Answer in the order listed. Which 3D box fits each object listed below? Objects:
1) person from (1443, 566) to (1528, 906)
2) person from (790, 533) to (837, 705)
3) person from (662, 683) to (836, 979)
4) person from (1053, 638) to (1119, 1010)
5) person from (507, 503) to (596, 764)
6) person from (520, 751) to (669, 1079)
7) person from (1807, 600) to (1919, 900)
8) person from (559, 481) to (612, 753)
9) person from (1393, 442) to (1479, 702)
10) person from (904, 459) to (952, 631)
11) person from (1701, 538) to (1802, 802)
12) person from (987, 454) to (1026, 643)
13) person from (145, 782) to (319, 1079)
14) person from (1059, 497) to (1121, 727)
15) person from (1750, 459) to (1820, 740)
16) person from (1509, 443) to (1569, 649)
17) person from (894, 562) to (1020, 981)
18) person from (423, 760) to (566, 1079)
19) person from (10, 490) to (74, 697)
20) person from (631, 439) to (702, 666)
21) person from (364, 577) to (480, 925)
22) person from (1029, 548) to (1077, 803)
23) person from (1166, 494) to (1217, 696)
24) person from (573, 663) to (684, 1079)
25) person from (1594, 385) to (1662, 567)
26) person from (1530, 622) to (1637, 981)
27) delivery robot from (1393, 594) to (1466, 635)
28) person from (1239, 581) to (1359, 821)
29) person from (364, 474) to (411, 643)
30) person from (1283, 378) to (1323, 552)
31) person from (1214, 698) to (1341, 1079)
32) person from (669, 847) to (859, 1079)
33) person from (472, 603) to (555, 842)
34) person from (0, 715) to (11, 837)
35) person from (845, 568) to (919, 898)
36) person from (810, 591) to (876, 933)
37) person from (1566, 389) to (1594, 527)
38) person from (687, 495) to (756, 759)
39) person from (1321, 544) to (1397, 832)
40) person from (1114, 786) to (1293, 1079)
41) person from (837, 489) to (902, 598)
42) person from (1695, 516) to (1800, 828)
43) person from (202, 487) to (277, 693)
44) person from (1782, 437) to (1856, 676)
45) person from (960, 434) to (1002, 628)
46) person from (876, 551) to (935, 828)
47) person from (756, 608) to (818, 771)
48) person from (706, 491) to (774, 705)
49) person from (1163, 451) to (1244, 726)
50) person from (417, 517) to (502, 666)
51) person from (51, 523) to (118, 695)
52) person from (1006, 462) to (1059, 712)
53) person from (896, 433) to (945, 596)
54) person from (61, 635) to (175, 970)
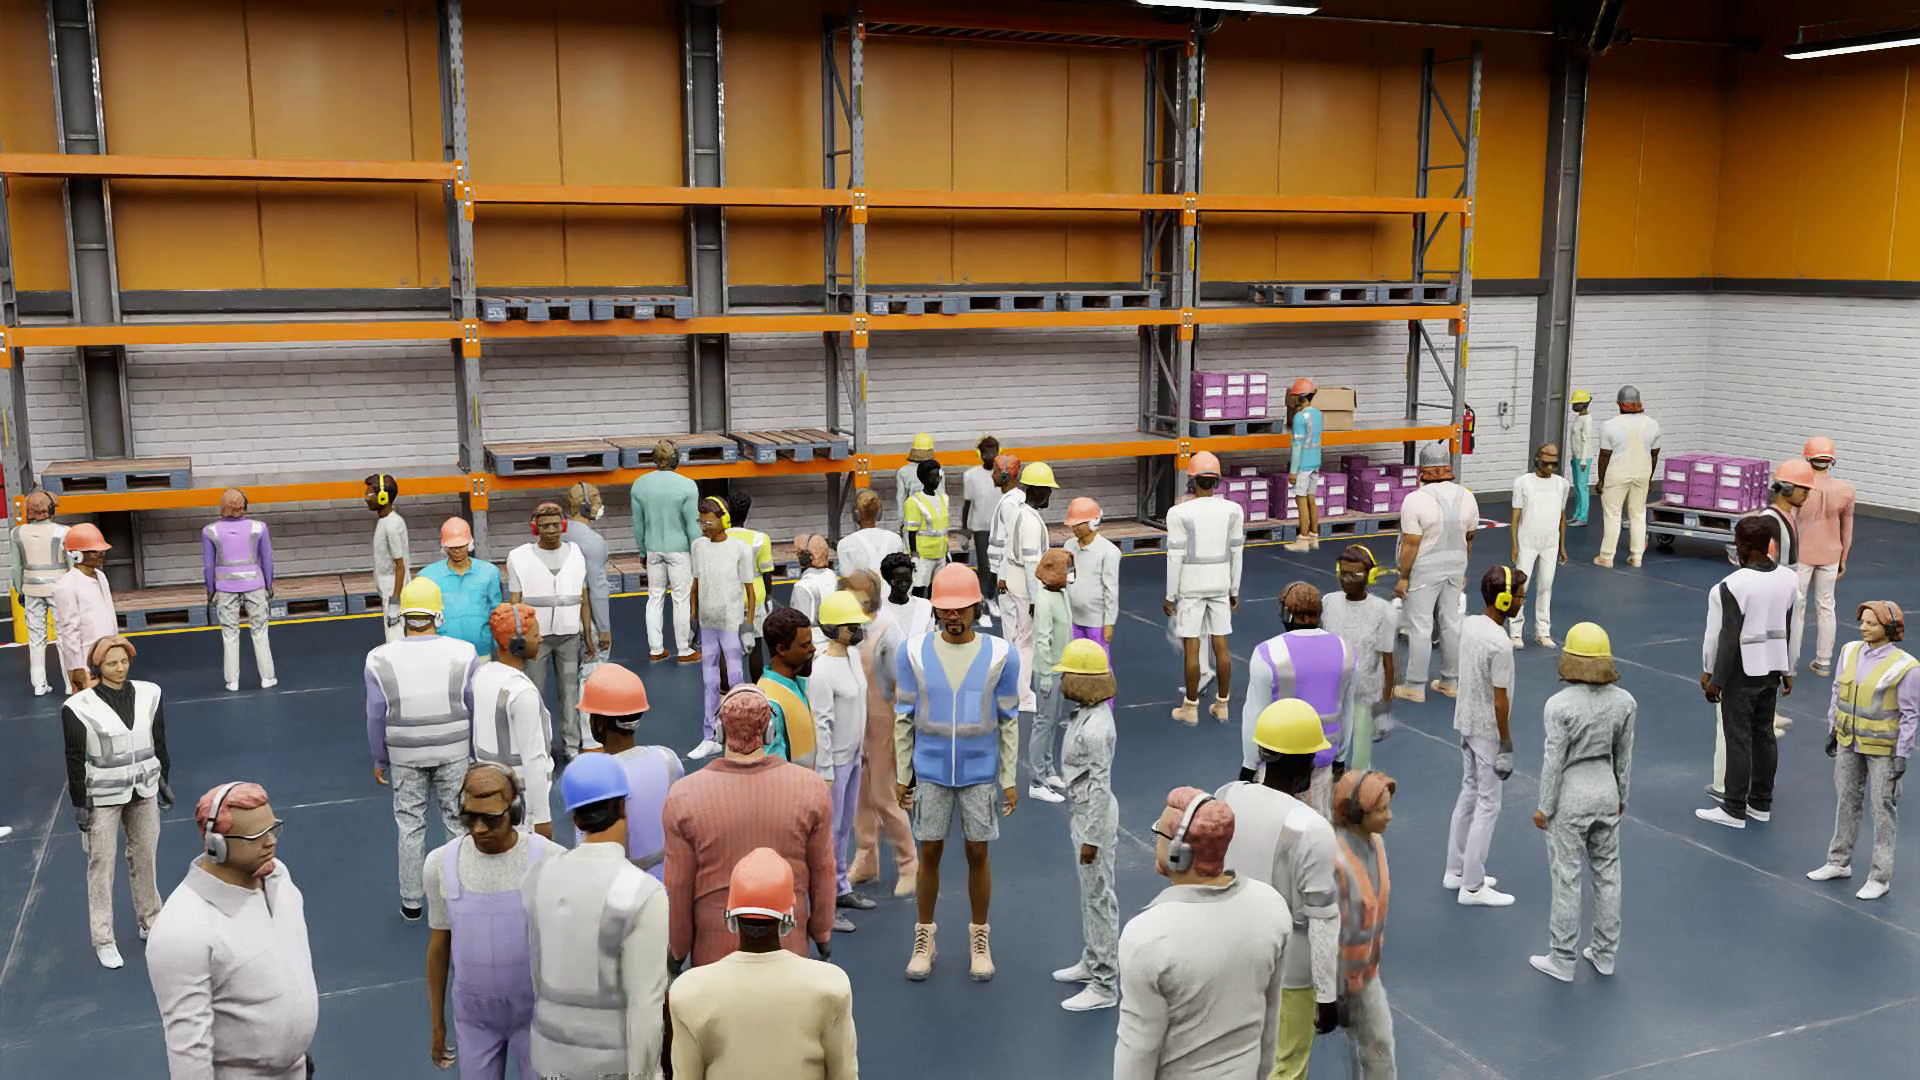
[{"bbox_3d":[2.831,1.046,8.931,0.338,1.855,0.526,-1,10,-7],"label":"person"},{"bbox_3d":[-0.978,0.762,11.179,0.306,1.641,0.514,3,10,19],"label":"person"},{"bbox_3d":[-0.794,1.478,6.286,0.652,1.906,0.408,-2,10,-14],"label":"person"},{"bbox_3d":[0.581,1.310,7.720,0.315,1.743,0.487,0,10,0],"label":"person"},{"bbox_3d":[-2.748,0.654,11.204,0.563,1.847,0.394,-5,11,-28],"label":"person"},{"bbox_3d":[-1.163,1.641,5.353,0.630,1.900,0.564,5,11,28],"label":"person"},{"bbox_3d":[4.953,1.128,9.064,0.309,1.641,0.513,-4,11,-21],"label":"person"},{"bbox_3d":[-2.593,0.557,11.499,0.356,1.938,0.638,-8,13,-39],"label":"person"},{"bbox_3d":[3.669,0.237,13.047,0.687,2.000,0.535,-4,11,-24],"label":"person"},{"bbox_3d":[-0.273,0.130,14.660,0.318,1.696,0.535,8,13,39],"label":"person"},{"bbox_3d":[5.018,0.806,10.593,0.573,1.749,0.339,2,10,11],"label":"person"},{"bbox_3d":[0.387,0.236,13.503,0.344,1.882,0.584,1,10,7],"label":"person"},{"bbox_3d":[-2.193,1.671,5.174,0.401,1.907,0.646,1,10,5],"label":"person"},{"bbox_3d":[0.917,0.547,12.132,0.354,1.739,0.575,-8,13,-38],"label":"person"},{"bbox_3d":[5.867,0.428,11.975,0.430,2.028,0.705,7,12,35],"label":"person"},{"bbox_3d":[5.105,0.056,14.671,0.504,1.840,0.344,0,10,-2],"label":"person"},{"bbox_3d":[-0.017,1.113,7.990,0.605,2.045,0.378,1,10,3],"label":"person"},{"bbox_3d":[-1.550,1.625,5.655,0.511,1.836,0.357,0,10,-1],"label":"person"},{"bbox_3d":[-7.177,0.427,13.107,0.523,1.638,0.311,0,10,-3],"label":"person"},{"bbox_3d":[-2.464,0.108,14.088,0.630,1.940,0.372,3,10,17],"label":"person"},{"bbox_3d":[-2.773,1.097,8.689,0.591,1.833,0.403,-3,10,-17],"label":"person"},{"bbox_3d":[0.600,0.849,10.691,0.267,1.632,0.507,3,10,17],"label":"person"},{"bbox_3d":[1.838,0.441,13.048,0.382,1.624,0.546,8,13,40],"label":"person"},{"bbox_3d":[-1.312,1.430,6.471,0.357,1.938,0.542,6,11,29],"label":"person"},{"bbox_3d":[7.386,-0.715,18.531,0.684,2.000,0.538,-1,10,-4],"label":"person"},{"bbox_3d":[2.998,1.255,8.042,0.492,1.740,0.325,-3,10,-15],"label":"person"},{"bbox_3d":[4.217,0.605,14.935,0.707,0.478,0.477,-7,12,-36],"label":"delivery robot"},{"bbox_3d":[1.728,1.118,8.582,0.641,1.833,0.429,-4,11,-22],"label":"person"},{"bbox_3d":[-4.260,0.432,12.418,0.312,1.869,0.538,-4,11,-23],"label":"person"},{"bbox_3d":[4.010,-0.875,19.484,0.407,2.034,0.608,7,12,35],"label":"person"},{"bbox_3d":[1.148,1.511,6.031,0.367,1.926,0.594,-7,12,-34],"label":"person"},{"bbox_3d":[-0.579,1.776,5.006,0.559,1.752,0.325,-1,10,-6],"label":"person"},{"bbox_3d":[-2.078,1.222,7.821,0.340,1.882,0.585,-8,13,-38],"label":"person"},{"bbox_3d":[-5.961,0.996,9.880,0.506,1.628,0.277,2,10,11],"label":"person"},{"bbox_3d":[-0.475,1.039,9.085,0.466,1.827,0.613,-8,13,-38],"label":"person"},{"bbox_3d":[-0.611,1.133,8.663,0.307,1.771,0.535,3,10,17],"label":"person"},{"bbox_3d":[7.909,-1.046,21.259,0.340,1.761,0.524,1,10,6],"label":"person"},{"bbox_3d":[-1.646,0.611,11.406,0.534,1.863,0.329,5,11,25],"label":"person"},{"bbox_3d":[2.209,0.947,9.491,0.536,1.852,0.564,8,13,38],"label":"person"},{"bbox_3d":[0.698,1.682,5.097,0.649,1.913,0.409,-7,12,-35],"label":"person"},{"bbox_3d":[-0.647,0.556,11.770,0.514,1.844,0.333,-6,12,-32],"label":"person"},{"bbox_3d":[4.819,0.805,10.144,0.589,1.914,0.392,-5,11,-26],"label":"person"},{"bbox_3d":[-5.737,0.400,13.260,0.514,1.642,0.314,-3,10,-18],"label":"person"},{"bbox_3d":[7.027,0.141,13.732,0.608,1.995,0.377,0,10,2],"label":"person"},{"bbox_3d":[0.273,-0.095,15.561,0.549,1.832,0.572,-3,10,-18],"label":"person"},{"bbox_3d":[-0.378,0.906,10.188,0.535,1.697,0.318,-5,11,-27],"label":"person"},{"bbox_3d":[-0.805,1.247,7.583,0.393,1.919,0.589,0,10,-1],"label":"person"},{"bbox_3d":[-1.684,0.470,12.696,0.541,1.696,0.315,0,10,-2],"label":"person"},{"bbox_3d":[1.788,0.359,12.339,0.610,2.043,0.397,-3,10,-16],"label":"person"},{"bbox_3d":[-3.338,0.708,11.161,0.572,1.749,0.341,-4,11,-23],"label":"person"},{"bbox_3d":[-5.662,0.756,10.877,0.327,1.753,0.563,-1,10,-4],"label":"person"},{"bbox_3d":[0.550,0.360,12.697,0.397,1.920,0.586,-1,10,-3],"label":"person"},{"bbox_3d":[-0.372,-0.176,16.284,0.489,1.743,0.322,3,10,16],"label":"person"},{"bbox_3d":[-4.153,1.272,8.237,0.307,1.641,0.514,6,12,32],"label":"person"}]
